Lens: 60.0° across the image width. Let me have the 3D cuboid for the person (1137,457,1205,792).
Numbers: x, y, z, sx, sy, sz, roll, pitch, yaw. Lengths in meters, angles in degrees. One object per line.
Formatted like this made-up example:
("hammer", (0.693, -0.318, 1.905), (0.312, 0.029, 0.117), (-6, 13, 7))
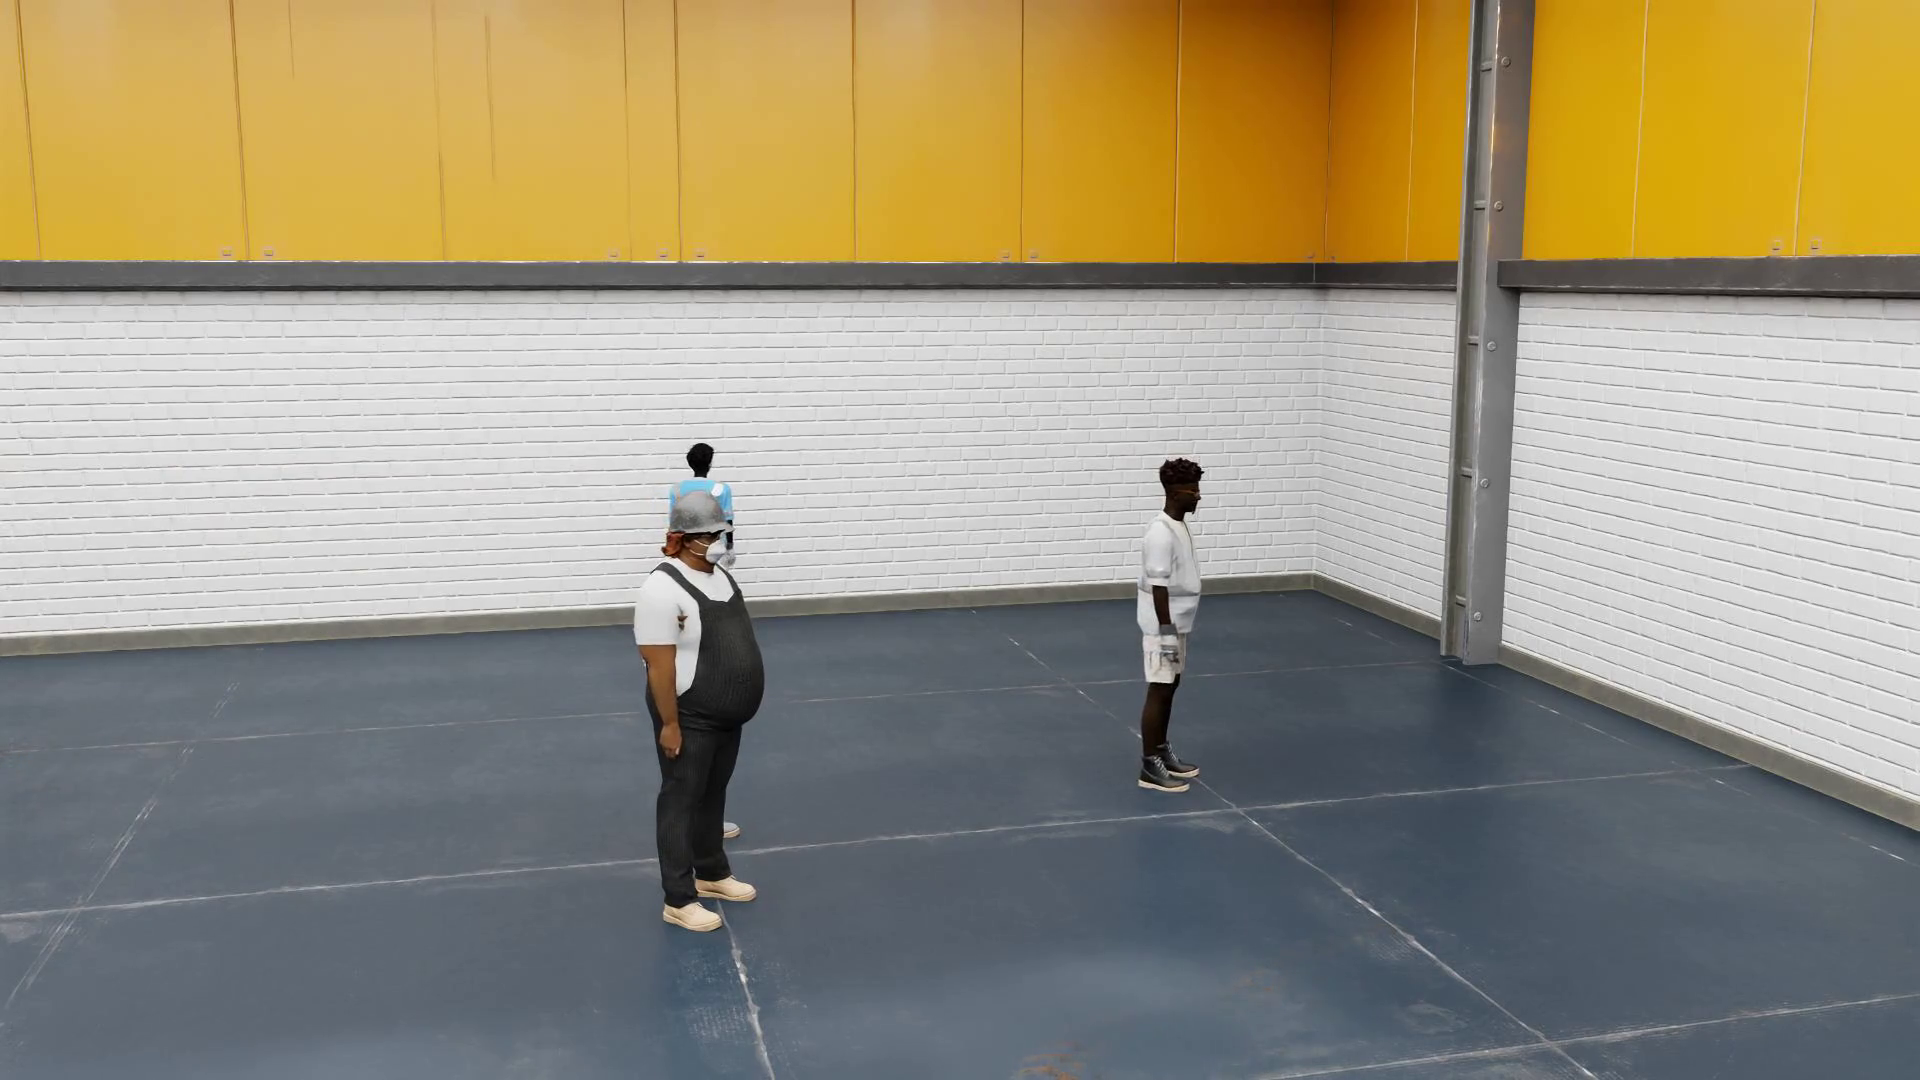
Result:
("person", (1.241, 0.488, 9.837), (0.369, 1.961, 0.609), (3, 10, 20))

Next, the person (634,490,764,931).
("person", (-1.177, 0.772, 7.802), (0.537, 2.000, 0.678), (3, 10, 19))

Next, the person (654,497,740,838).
("person", (-1.389, 0.699, 8.755), (0.355, 1.882, 0.575), (3, 9, 16))

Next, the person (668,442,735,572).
("person", (-2.048, 0.072, 13.245), (0.540, 1.696, 0.321), (2, 9, 12))
